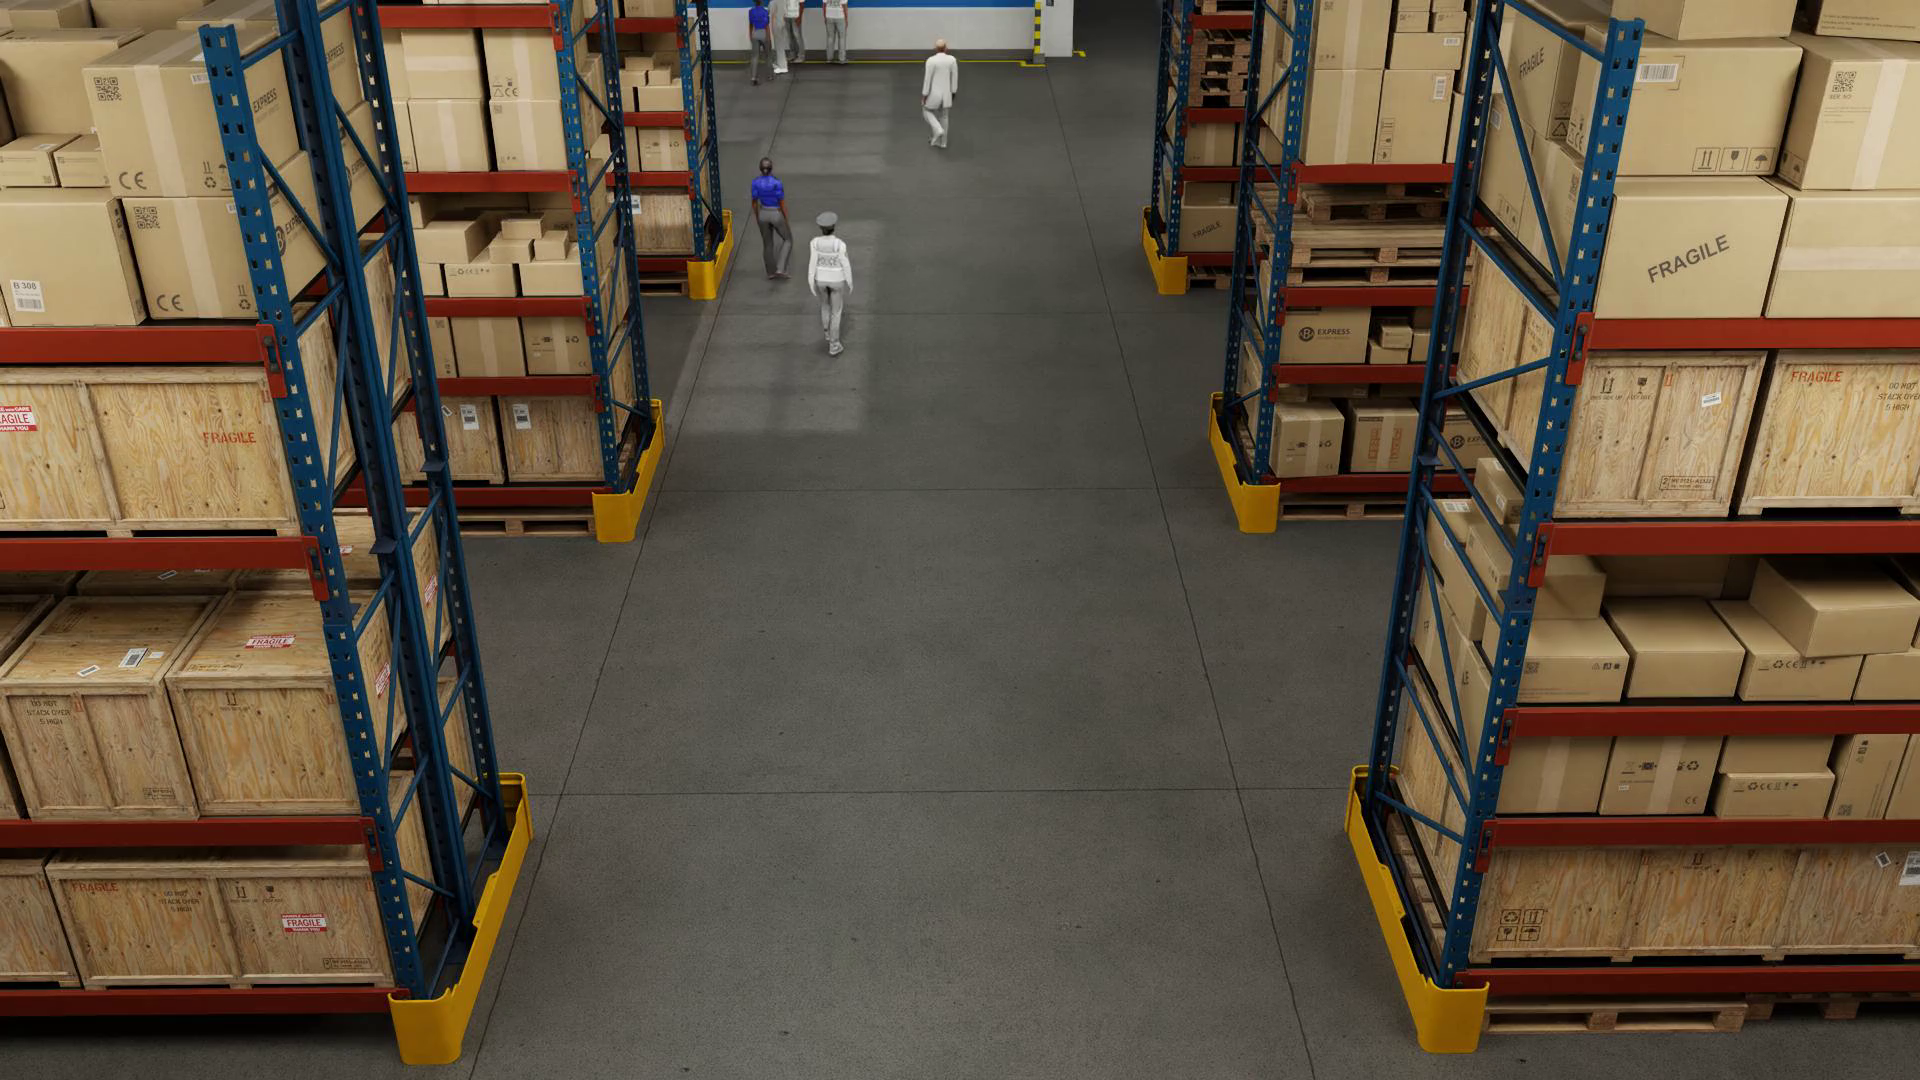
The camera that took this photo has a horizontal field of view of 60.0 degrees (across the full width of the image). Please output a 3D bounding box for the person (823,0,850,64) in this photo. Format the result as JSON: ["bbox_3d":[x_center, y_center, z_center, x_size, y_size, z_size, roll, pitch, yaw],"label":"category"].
[{"bbox_3d":[-2.472,-10.480,33.376,0.537,1.782,0.397,12,30,20],"label":"person"}]

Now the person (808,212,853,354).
[{"bbox_3d":[-1.496,-3.102,19.755,0.498,1.680,0.704,9,29,15],"label":"person"}]

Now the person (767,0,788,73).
[{"bbox_3d":[-3.615,-10.104,32.761,0.547,1.665,0.594,11,30,20],"label":"person"}]

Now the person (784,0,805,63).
[{"bbox_3d":[-3.364,-10.550,33.482,0.355,1.768,0.565,-25,37,-38],"label":"person"}]

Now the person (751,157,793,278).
[{"bbox_3d":[-2.461,-4.225,21.833,0.494,1.661,0.474,6,29,12],"label":"person"}]

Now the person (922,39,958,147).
[{"bbox_3d":[-0.344,-7.423,27.651,0.629,1.781,0.547,-11,30,-19],"label":"person"}]

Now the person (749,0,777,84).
[{"bbox_3d":[-3.826,-9.653,31.998,0.448,1.664,0.772,8,29,14],"label":"person"}]
